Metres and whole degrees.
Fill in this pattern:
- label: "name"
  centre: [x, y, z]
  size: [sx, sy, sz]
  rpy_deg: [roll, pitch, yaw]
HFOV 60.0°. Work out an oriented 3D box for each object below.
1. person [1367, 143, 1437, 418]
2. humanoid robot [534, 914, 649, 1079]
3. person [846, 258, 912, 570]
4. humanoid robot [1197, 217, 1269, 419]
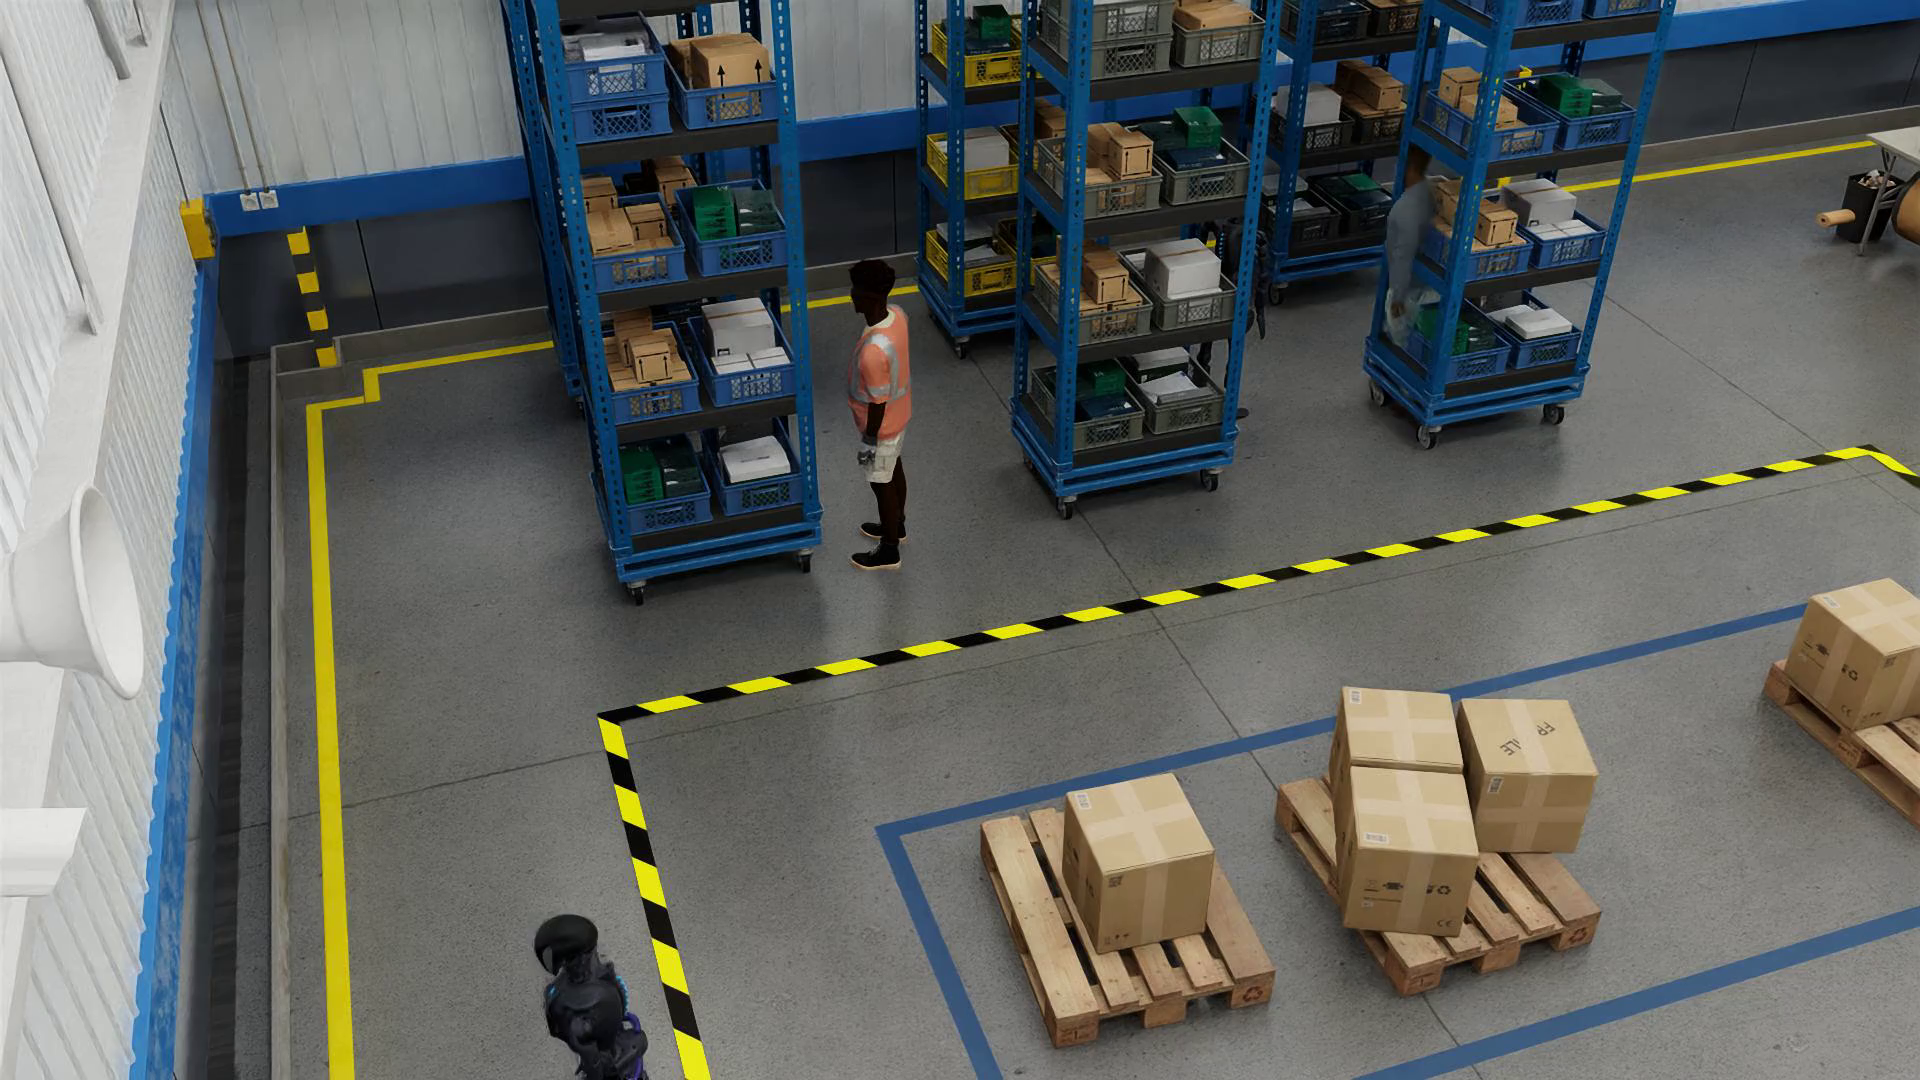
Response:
- label: "person"
  centre: [3.027, -1.720, 11.085]
  size: [0.523, 1.896, 0.659]
  rpy_deg: [13, 37, 17]
- label: "humanoid robot"
  centre: [-1.226, 1.978, 6.025]
  size: [0.428, 1.638, 0.609]
  rpy_deg: [-7, 36, -10]
- label: "person"
  centre: [-0.469, -0.715, 9.598]
  size: [0.368, 1.966, 0.602]
  rpy_deg: [6, 36, 8]
- label: "humanoid robot"
  centre: [1.767, -1.588, 11.071]
  size: [0.599, 1.659, 0.315]
  rpy_deg: [26, 43, 32]
